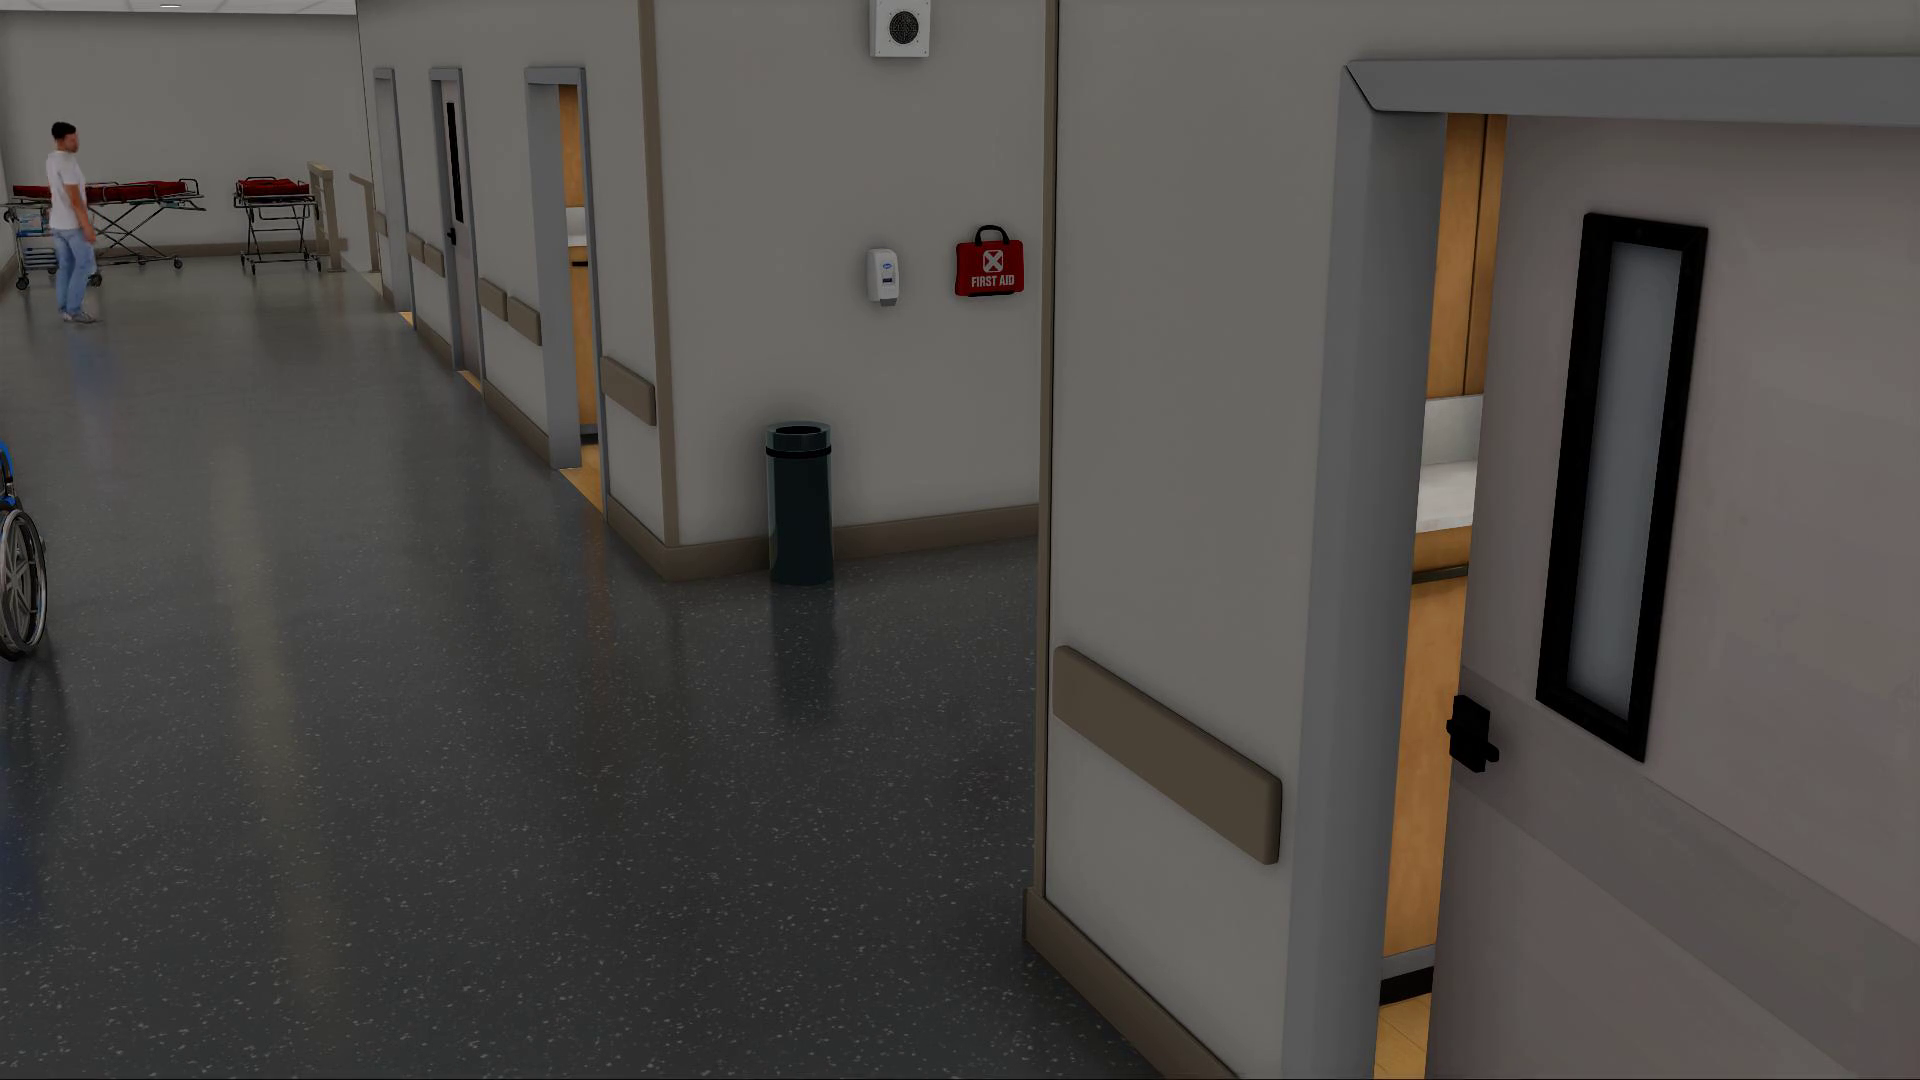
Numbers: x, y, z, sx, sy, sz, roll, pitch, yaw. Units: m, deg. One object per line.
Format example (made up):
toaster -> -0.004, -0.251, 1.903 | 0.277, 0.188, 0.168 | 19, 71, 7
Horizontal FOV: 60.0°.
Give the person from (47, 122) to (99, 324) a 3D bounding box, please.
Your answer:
person -> -8.239, -2.914, 15.376 | 0.666, 1.833, 0.916 | 9, 18, 29
